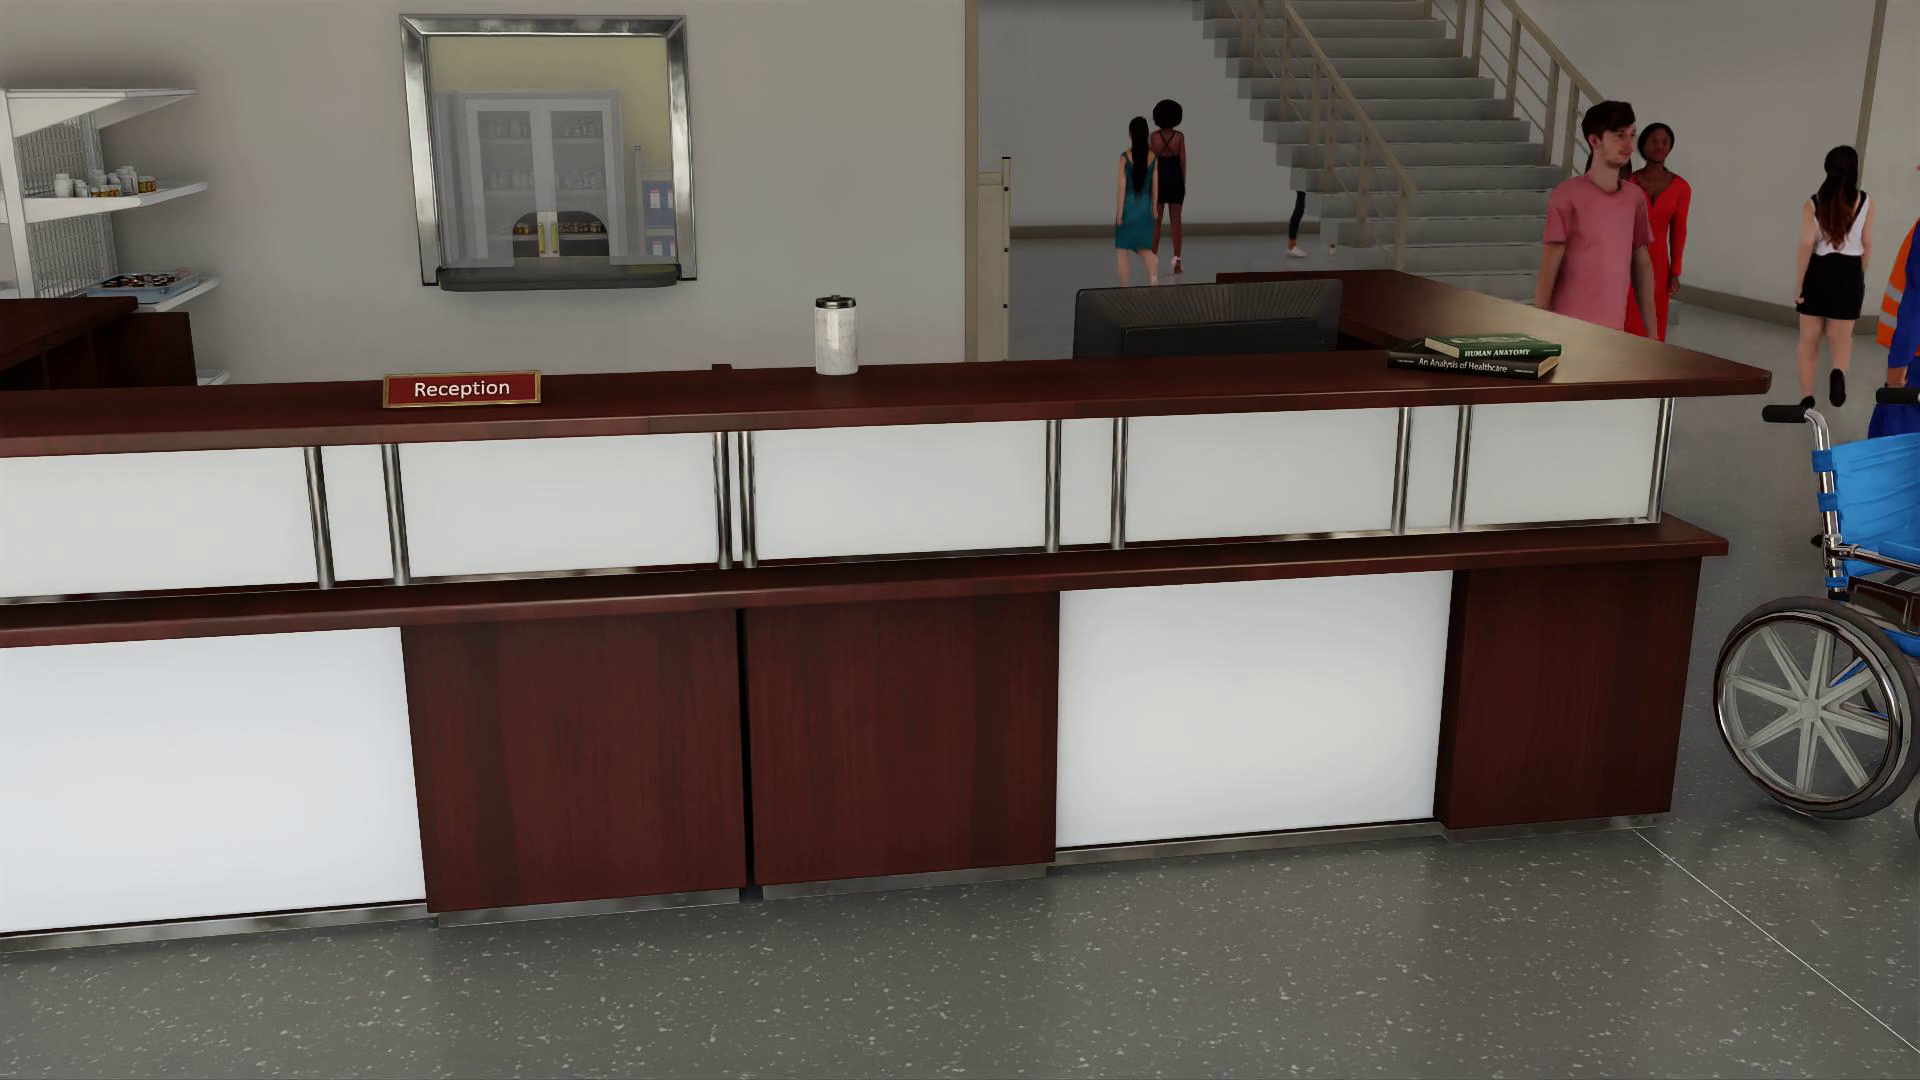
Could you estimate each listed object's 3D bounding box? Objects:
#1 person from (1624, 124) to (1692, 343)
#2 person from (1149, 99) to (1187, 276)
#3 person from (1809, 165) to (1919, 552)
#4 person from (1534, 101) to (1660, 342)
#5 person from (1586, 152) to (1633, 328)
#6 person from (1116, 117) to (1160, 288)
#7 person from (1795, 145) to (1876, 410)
[{"bbox_3d":[3.953,-1.507,9.675,0.698,1.782,0.700,3,16,11],"label":"person"},{"bbox_3d":[2.155,-3.673,17.343,0.628,1.789,0.642,3,16,11],"label":"person"},{"bbox_3d":[4.037,-0.726,6.792,1.056,1.843,1.238,-13,20,-39],"label":"person"},{"bbox_3d":[2.571,-0.846,7.074,0.864,1.920,1.208,-7,17,-24],"label":"person"},{"bbox_3d":[3.310,-1.134,8.530,0.817,1.685,1.186,-7,17,-24],"label":"person"},{"bbox_3d":[1.581,-2.851,14.661,0.625,1.662,1.011,-4,16,-15],"label":"person"},{"bbox_3d":[5.214,-1.498,9.919,0.786,1.632,0.953,4,16,14],"label":"person"}]
